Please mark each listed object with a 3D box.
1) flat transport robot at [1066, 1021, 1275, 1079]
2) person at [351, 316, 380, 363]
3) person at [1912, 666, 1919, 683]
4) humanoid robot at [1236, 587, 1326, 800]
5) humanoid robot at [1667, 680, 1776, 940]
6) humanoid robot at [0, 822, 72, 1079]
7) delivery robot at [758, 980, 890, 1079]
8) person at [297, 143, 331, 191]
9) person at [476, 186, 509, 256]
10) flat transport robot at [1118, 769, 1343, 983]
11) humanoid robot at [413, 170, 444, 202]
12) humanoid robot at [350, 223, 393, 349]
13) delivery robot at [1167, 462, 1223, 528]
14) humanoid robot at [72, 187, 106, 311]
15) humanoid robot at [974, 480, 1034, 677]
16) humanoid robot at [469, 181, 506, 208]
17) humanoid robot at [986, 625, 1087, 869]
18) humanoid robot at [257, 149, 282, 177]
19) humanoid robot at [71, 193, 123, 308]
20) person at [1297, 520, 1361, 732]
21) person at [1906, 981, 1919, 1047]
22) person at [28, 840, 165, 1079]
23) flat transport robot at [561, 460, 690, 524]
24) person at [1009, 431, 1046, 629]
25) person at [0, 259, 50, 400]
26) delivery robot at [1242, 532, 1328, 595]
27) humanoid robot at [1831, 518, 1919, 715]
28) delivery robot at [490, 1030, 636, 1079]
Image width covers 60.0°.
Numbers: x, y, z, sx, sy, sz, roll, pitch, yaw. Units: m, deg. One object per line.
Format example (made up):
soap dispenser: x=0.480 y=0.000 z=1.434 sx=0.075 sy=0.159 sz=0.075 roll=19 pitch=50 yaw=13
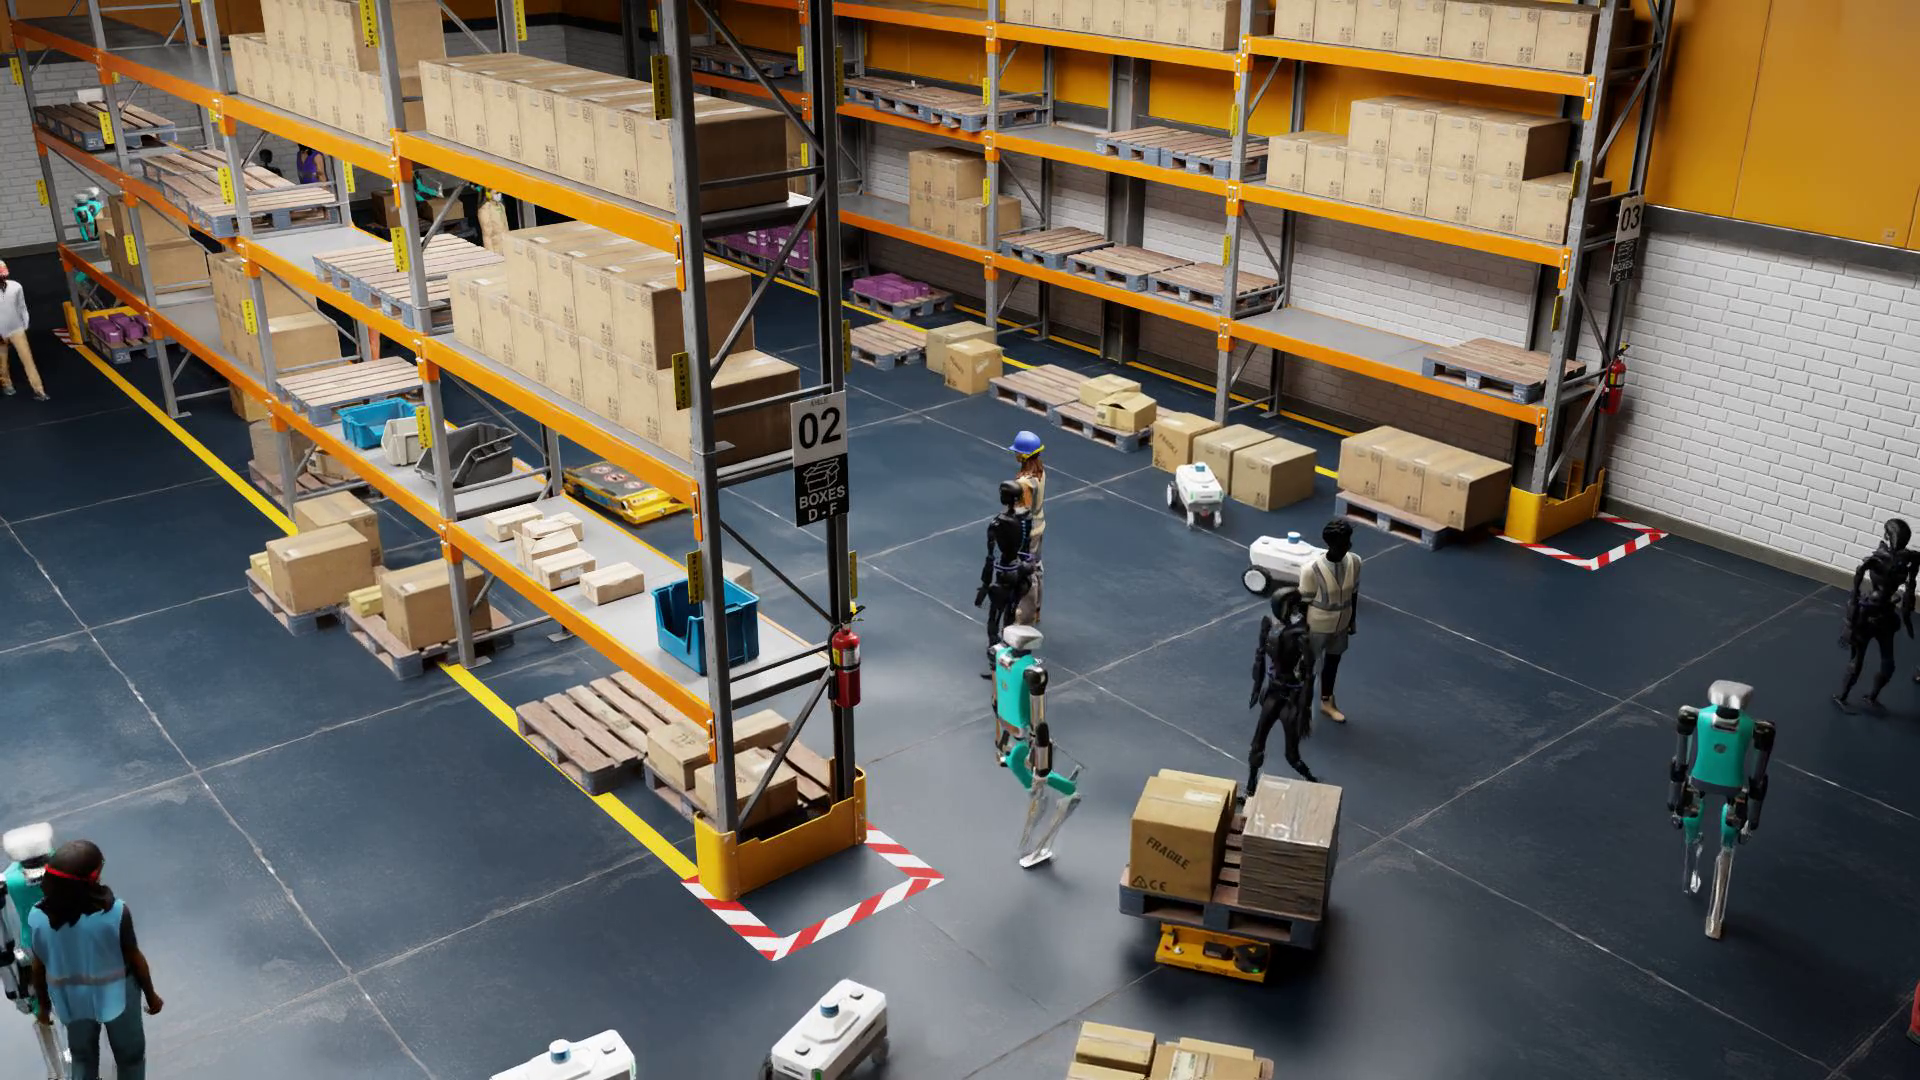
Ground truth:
flat transport robot: x=0.889 y=3.152 z=8.345 sx=1.431 sy=0.231 sz=0.659 roll=6 pitch=24 yaw=14
person: x=-7.172 y=-2.726 z=20.081 sx=0.493 sy=1.759 sz=0.335 roll=15 pitch=27 yaw=30
person: x=7.815 y=0.265 z=12.951 sx=0.547 sy=1.924 sz=0.387 roll=13 pitch=27 yaw=28
humanoid robot: x=2.287 y=1.077 z=11.439 sx=0.664 sy=1.656 sz=0.611 roll=-13 pitch=27 yaw=-27
humanoid robot: x=4.635 y=1.592 z=10.201 sx=0.550 sy=1.856 sz=0.869 roll=13 pitch=27 yaw=28
humanoid robot: x=-4.816 y=2.184 z=8.800 sx=0.541 sy=1.810 sz=0.838 roll=-18 pitch=29 yaw=-36
delivery robot: x=-0.698 y=2.718 z=8.964 sx=0.499 sy=0.575 sz=0.759 roll=13 pitch=27 yaw=27
person: x=-10.295 y=-5.599 z=26.531 sx=0.529 sy=1.924 sz=0.429 roll=11 pitch=26 yaw=25
person: x=-6.373 y=-3.986 z=22.851 sx=0.409 sy=1.877 sz=0.554 roll=6 pitch=24 yaw=13
flat transport robot: x=1.700 y=2.236 z=10.466 sx=0.659 sy=0.231 sz=1.431 roll=7 pitch=24 yaw=16
humanoid robot: x=-8.893 y=-5.894 z=27.426 sx=0.984 sy=1.728 sz=0.553 roll=-1 pitch=23 yaw=-2
humanoid robot: x=-7.710 y=-3.265 z=21.465 sx=0.724 sy=1.636 sz=0.593 roll=15 pitch=27 yaw=30
delivery robot: x=2.350 y=-0.474 z=16.397 sx=0.499 sy=0.609 sz=0.811 roll=-2 pitch=23 yaw=-4
humanoid robot: x=-12.068 y=-3.952 z=22.965 sx=0.692 sy=1.799 sz=0.530 roll=-5 pitch=24 yaw=-11
humanoid robot: x=0.352 y=0.298 z=13.170 sx=0.385 sy=1.652 sz=0.589 roll=18 pitch=29 yaw=35
humanoid robot: x=-7.806 y=-5.897 z=27.525 sx=0.551 sy=1.852 sz=0.719 roll=-19 pitch=30 yaw=-37
humanoid robot: x=0.536 y=1.361 z=10.730 sx=0.683 sy=1.863 sz=0.553 roll=-15 pitch=27 yaw=-31
humanoid robot: x=-10.854 y=-5.307 z=26.161 sx=0.601 sy=1.649 sz=0.339 roll=7 pitch=24 yaw=15
humanoid robot: x=-11.592 y=-3.886 z=22.825 sx=0.843 sy=1.795 sz=0.539 roll=-13 pitch=27 yaw=-27
person: x=2.731 y=0.623 z=12.409 sx=0.534 sy=1.692 sz=0.320 roll=-10 pitch=25 yaw=-22
person: x=5.534 y=2.008 z=9.105 sx=0.308 sy=1.768 sz=0.521 roll=18 pitch=29 yaw=35
person: x=-4.368 y=2.322 z=8.293 sx=0.666 sy=1.848 sz=0.369 roll=-1 pitch=23 yaw=-3
flat transport robot: x=-3.417 y=-0.514 z=16.833 sx=0.659 sy=0.231 sz=1.431 roll=-21 pitch=31 yaw=-39
person: x=0.551 y=-0.065 z=13.890 sx=0.306 sy=1.778 sz=0.462 roll=6 pitch=24 yaw=14
person: x=-11.227 y=-2.499 z=19.619 sx=0.876 sy=1.699 sz=0.543 roll=19 pitch=30 yaw=37
delivery robot: x=2.926 y=0.222 z=14.778 sx=0.795 sy=0.602 sz=0.499 roll=14 pitch=27 yaw=30
humanoid robot: x=6.907 y=0.572 z=12.550 sx=0.596 sy=1.637 sz=0.378 roll=-5 pitch=24 yaw=-12
delivery robot: x=-2.082 y=2.884 z=8.628 sx=0.790 sy=0.614 sz=0.499 roll=-15 pitch=27 yaw=-31
